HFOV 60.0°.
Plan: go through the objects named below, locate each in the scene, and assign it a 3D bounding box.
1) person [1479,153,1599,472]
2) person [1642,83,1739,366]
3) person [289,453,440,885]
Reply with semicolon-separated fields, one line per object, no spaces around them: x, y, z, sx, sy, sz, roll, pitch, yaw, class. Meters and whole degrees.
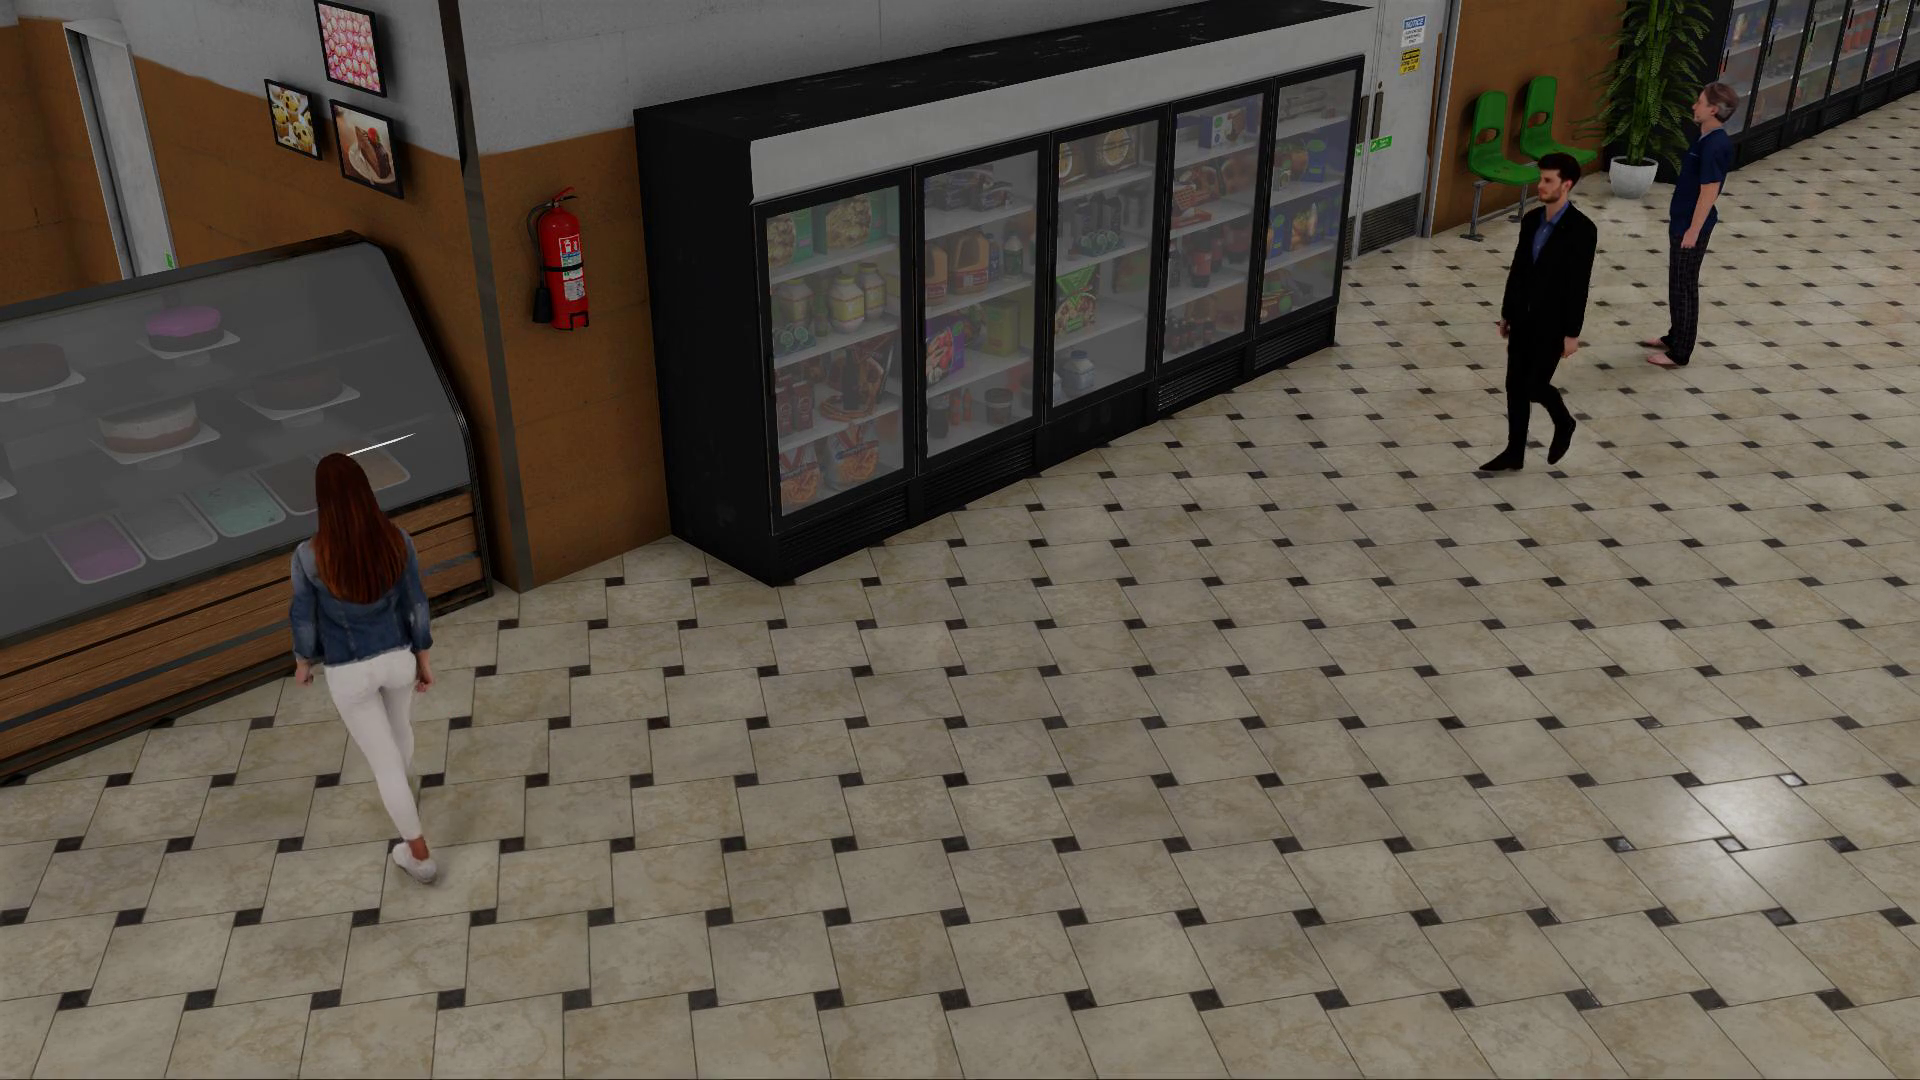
3.364;-1.256;9.434;0.913;1.874;0.895;-13;30;-23;person
4.894;-2.103;11.108;0.711;1.871;0.737;8;28;16;person
-2.134;0.530;6.143;0.684;1.665;1.024;-21;34;-35;person
